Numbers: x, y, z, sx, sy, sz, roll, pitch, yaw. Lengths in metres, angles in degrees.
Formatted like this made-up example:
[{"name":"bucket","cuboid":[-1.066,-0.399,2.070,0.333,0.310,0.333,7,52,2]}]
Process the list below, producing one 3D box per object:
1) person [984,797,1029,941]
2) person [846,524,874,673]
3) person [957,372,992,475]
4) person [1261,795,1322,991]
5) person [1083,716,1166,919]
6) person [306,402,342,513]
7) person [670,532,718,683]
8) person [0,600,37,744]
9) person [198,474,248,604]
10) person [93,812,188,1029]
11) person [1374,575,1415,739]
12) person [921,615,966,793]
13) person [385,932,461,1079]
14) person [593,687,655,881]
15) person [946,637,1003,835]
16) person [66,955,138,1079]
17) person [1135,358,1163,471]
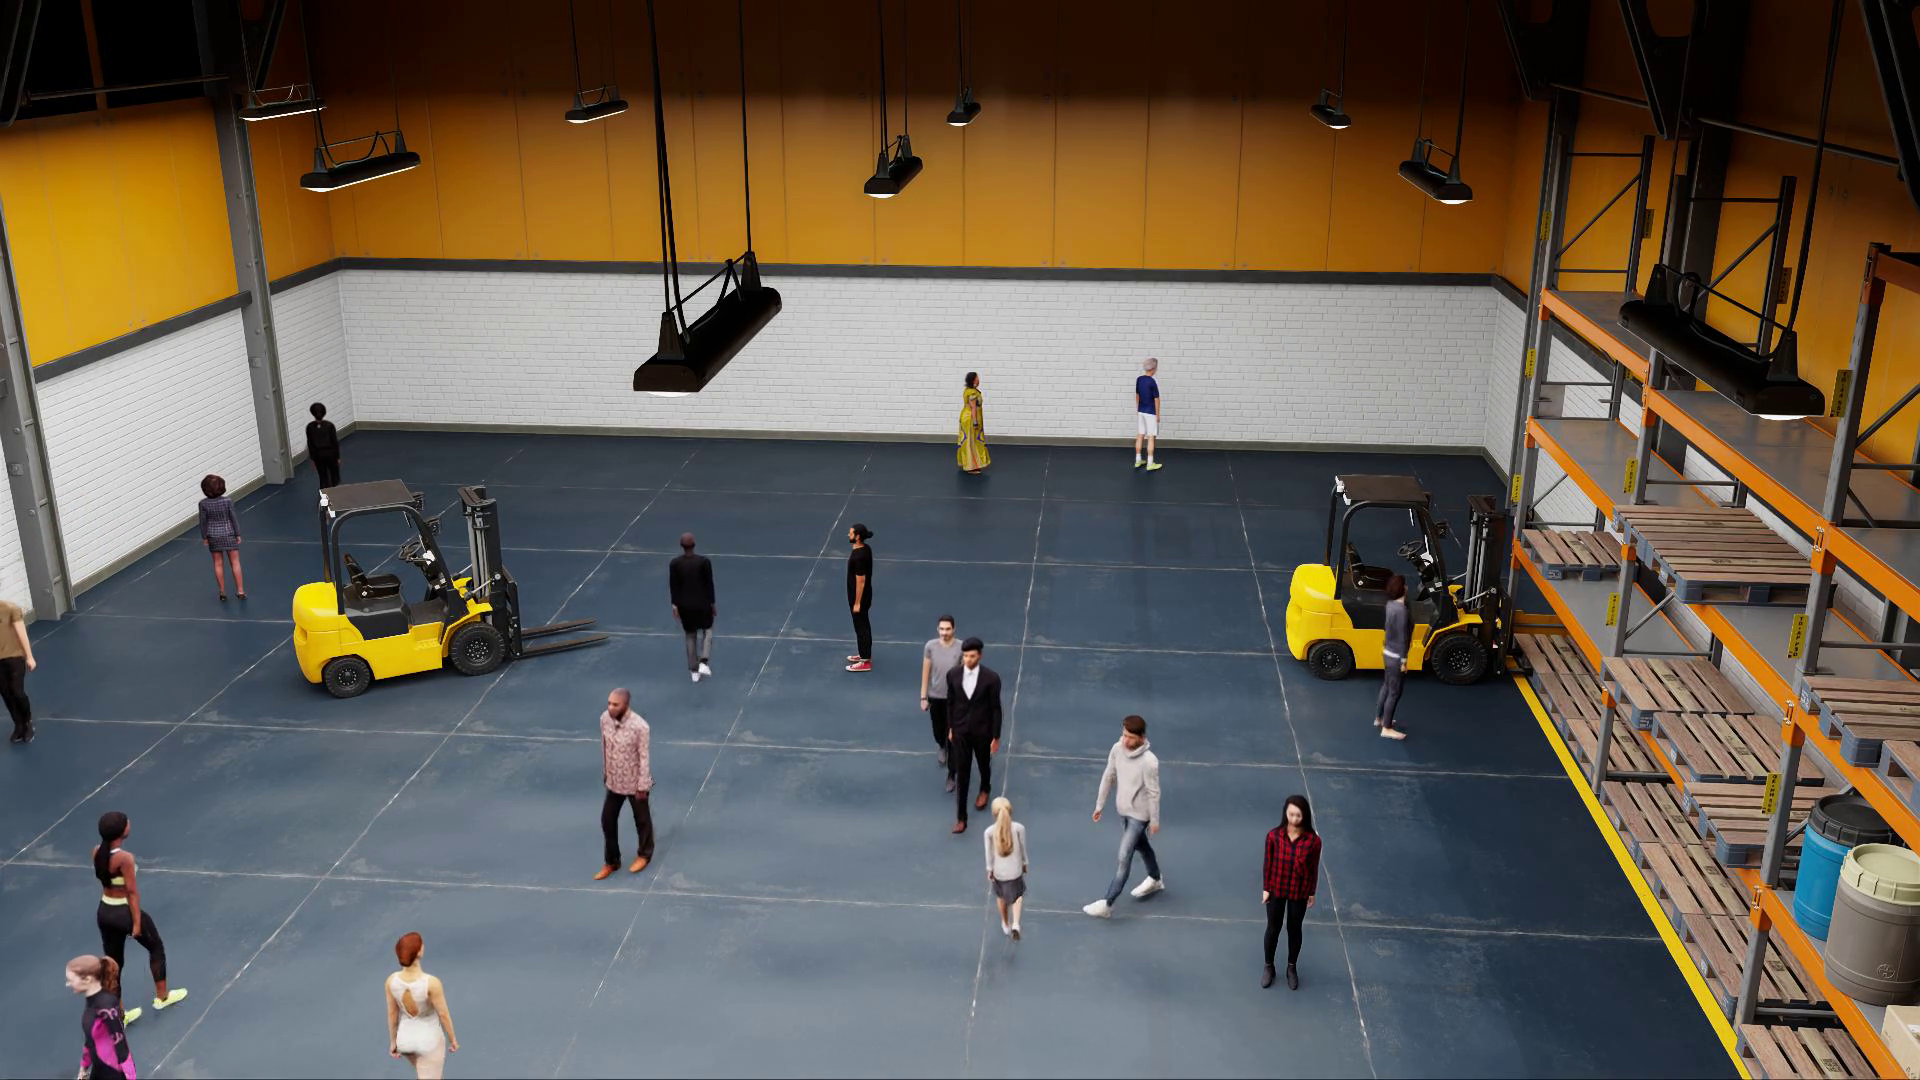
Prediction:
[{"name":"person","cuboid":[0.388,2.743,13.742,0.542,1.261,0.695,1,19,3]},{"name":"person","cuboid":[-1.147,0.645,19.192,0.694,1.758,0.520,0,19,1]},{"name":"person","cuboid":[0.185,-1.924,26.977,0.994,1.659,0.823,-3,19,-9]},{"name":"person","cuboid":[2.580,2.752,13.094,0.596,1.656,0.524,3,19,9]},{"name":"person","cuboid":[1.562,2.315,14.177,1.221,1.794,1.216,-13,22,-33]},{"name":"person","cuboid":[-9.512,-1.219,24.881,0.701,1.660,0.753,-3,19,-10]},{"name":"person","cuboid":[-3.015,0.786,18.786,0.701,1.751,0.667,0,19,-1]},{"name":"person","cuboid":[-9.931,1.218,17.373,0.756,1.834,0.744,-3,19,-8]},{"name":"person","cuboid":[-9.431,-0.020,21.255,0.677,1.701,0.647,-4,19,-12]},{"name":"person","cuboid":[-6.386,2.905,12.522,0.682,1.733,0.847,5,19,15]},{"name":"person","cuboid":[4.583,1.211,17.502,0.721,1.765,0.494,3,19,8]},{"name":"person","cuboid":[-0.131,1.538,16.593,0.668,1.725,1.145,2,19,7]},{"name":"person","cuboid":[-3.645,3.435,11.148,0.611,1.604,1.071,3,19,8]},{"name":"person","cuboid":[-2.910,2.103,14.817,0.879,1.787,0.962,8,20,24]},{"name":"person","cuboid":[0.168,1.773,15.720,0.868,1.837,1.236,6,19,16]},{"name":"person","cuboid":[-5.499,3.489,10.798,1.066,1.725,0.998,-15,24,-38]},{"name":"person","cuboid":[3.065,-2.069,27.136,0.770,1.831,0.717,-16,24,-39]}]
